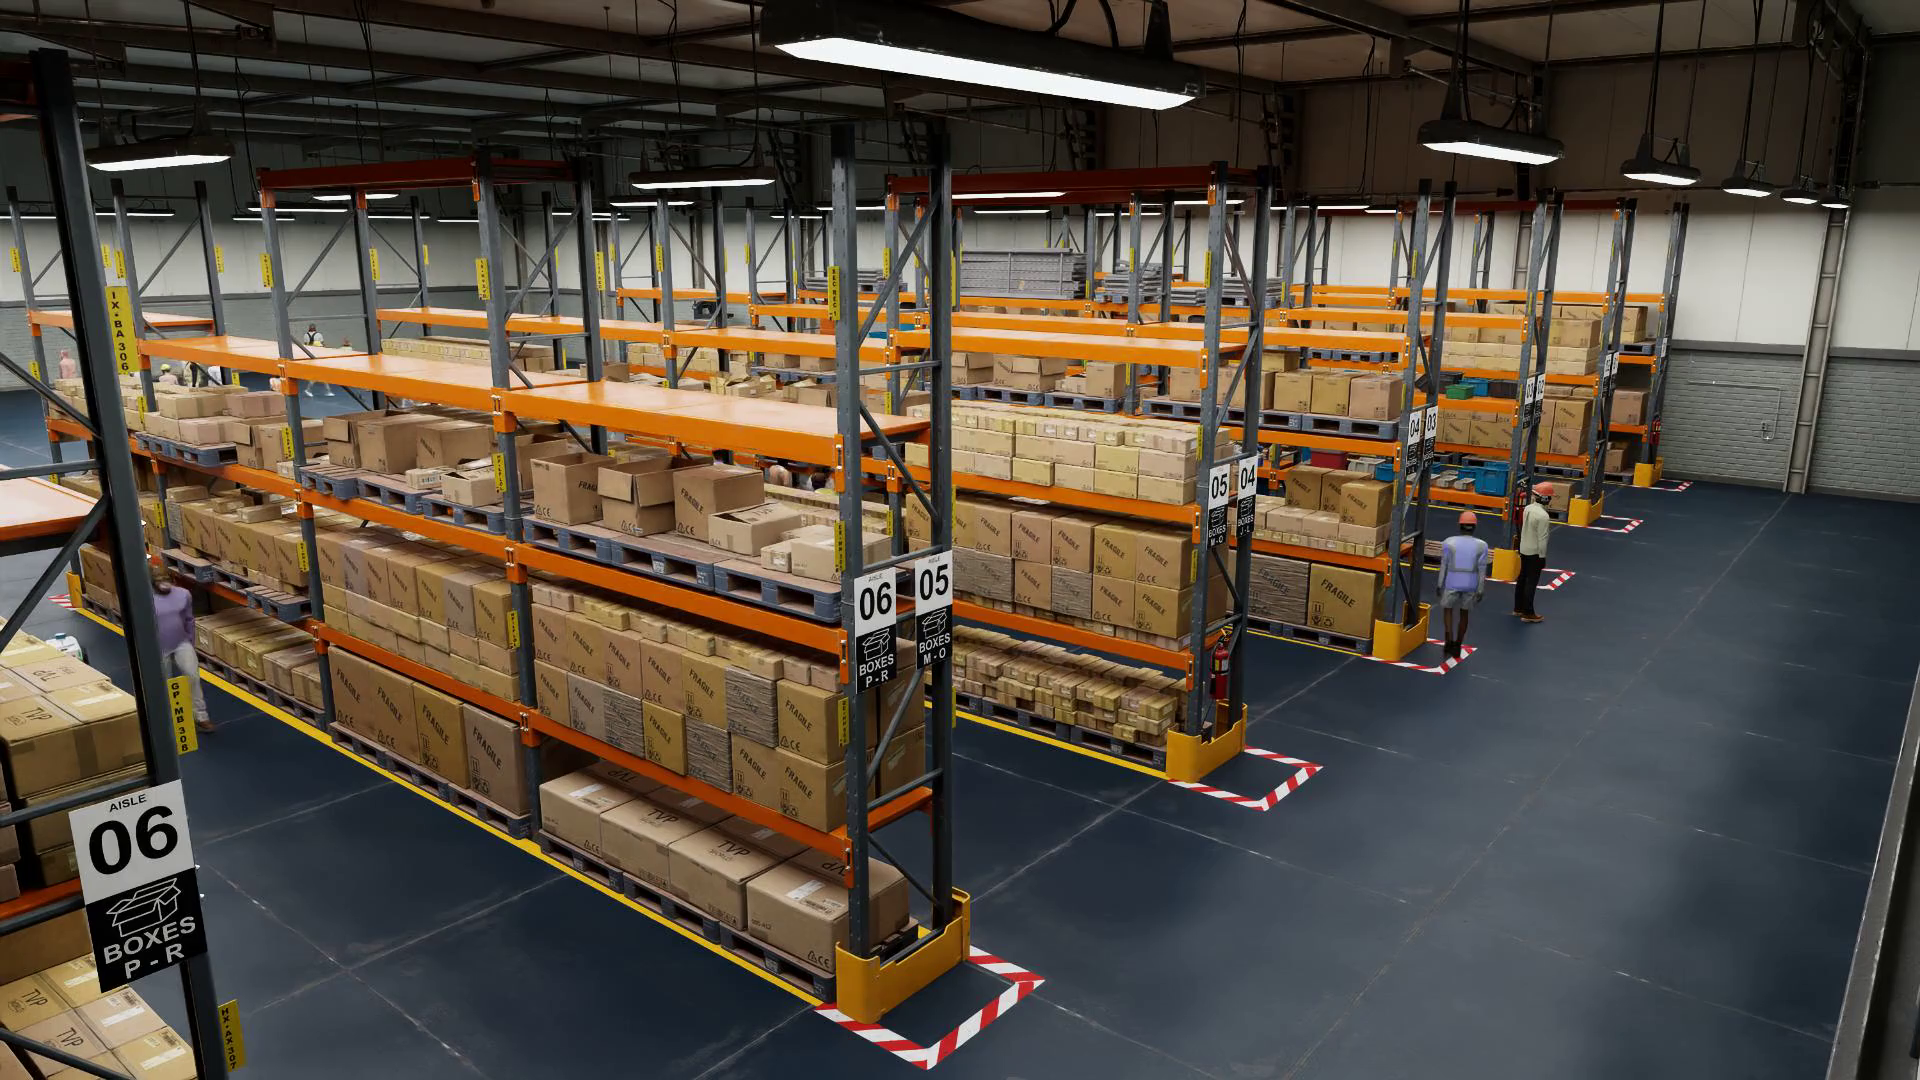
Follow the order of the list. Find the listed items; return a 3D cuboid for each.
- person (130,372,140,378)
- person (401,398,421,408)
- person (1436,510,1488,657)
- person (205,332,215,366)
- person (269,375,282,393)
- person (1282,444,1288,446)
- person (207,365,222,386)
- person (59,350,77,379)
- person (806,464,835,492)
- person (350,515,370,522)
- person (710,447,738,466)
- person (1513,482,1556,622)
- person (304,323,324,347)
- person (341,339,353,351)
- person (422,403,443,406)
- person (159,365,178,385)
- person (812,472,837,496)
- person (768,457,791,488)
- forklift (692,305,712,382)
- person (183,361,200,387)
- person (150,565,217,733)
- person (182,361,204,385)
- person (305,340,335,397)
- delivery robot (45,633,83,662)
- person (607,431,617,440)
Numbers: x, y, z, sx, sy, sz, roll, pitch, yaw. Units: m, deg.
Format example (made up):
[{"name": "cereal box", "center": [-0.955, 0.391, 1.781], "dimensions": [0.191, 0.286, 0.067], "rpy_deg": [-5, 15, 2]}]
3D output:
[{"name": "person", "center": [-27.216, -5.596, 41.729], "dimensions": [0.354, 1.881, 0.576], "rpy_deg": [7, 15, 27]}, {"name": "person", "center": [-16.065, -4.332, 36.581], "dimensions": [0.980, 1.853, 0.653], "rpy_deg": [-7, 15, -26]}, {"name": "person", "center": [6.466, 0.580, 16.252], "dimensions": [0.582, 1.909, 0.567], "rpy_deg": [5, 14, 18]}, {"name": "person", "center": [-28.868, -7.297, 48.690], "dimensions": [0.401, 1.904, 0.646], "rpy_deg": [5, 14, 18]}, {"name": "person", "center": [-19.453, -4.127, 36.102], "dimensions": [0.537, 1.686, 0.574], "rpy_deg": [0, 14, -1]}, {"name": "person", "center": [7.523, -2.586, 29.516], "dimensions": [0.591, 1.820, 0.429], "rpy_deg": [-2, 14, -9]}, {"name": "person", "center": [-21.957, -4.543, 37.352], "dimensions": [0.807, 1.914, 0.552], "rpy_deg": [2, 14, 8]}, {"name": "person", "center": [-27.559, -4.926, 38.922], "dimensions": [0.402, 1.906, 0.652], "rpy_deg": [-1, 14, -5]}, {"name": "person", "center": [-2.318, -0.429, 20.611], "dimensions": [0.751, 1.819, 0.622], "rpy_deg": [11, 17, 37]}, {"name": "person", "center": [-11.382, -1.242, 23.681], "dimensions": [0.404, 1.945, 0.615], "rpy_deg": [-8, 16, -31]}, {"name": "person", "center": [-3.985, -0.694, 21.321], "dimensions": [0.615, 2.013, 0.899], "rpy_deg": [-11, 17, -37]}, {"name": "person", "center": [8.151, 0.157, 17.849], "dimensions": [0.406, 1.986, 0.617], "rpy_deg": [0, 14, 0]}, {"name": "person", "center": [-24.846, -7.317, 48.565], "dimensions": [0.684, 2.000, 0.535], "rpy_deg": [-1, 14, -4]}, {"name": "person", "center": [-22.447, -6.531, 46.109], "dimensions": [0.499, 1.621, 0.535], "rpy_deg": [2, 14, 8]}, {"name": "person", "center": [-12.796, -2.776, 30.627], "dimensions": [0.514, 1.643, 0.307], "rpy_deg": [-2, 14, -8]}, {"name": "person", "center": [-22.689, -4.160, 36.148], "dimensions": [0.699, 1.720, 0.542], "rpy_deg": [7, 15, 25]}, {"name": "person", "center": [-2.163, -0.140, 19.408], "dimensions": [0.447, 1.822, 0.641], "rpy_deg": [9, 16, 32]}, {"name": "person", "center": [-2.992, -0.625, 21.181], "dimensions": [0.375, 1.929, 0.585], "rpy_deg": [-10, 17, -35]}, {"name": "forklift", "center": [-9.511, -7.392, 47.124], "dimensions": [1.873, 2.768, 1.129], "rpy_deg": [11, 17, 38]}, {"name": "person", "center": [-23.721, -4.890, 38.910], "dimensions": [0.429, 1.843, 0.627], "rpy_deg": [-12, 18, -40]}, {"name": "person", "center": [-8.544, 1.213, 13.669], "dimensions": [0.865, 1.908, 0.644], "rpy_deg": [10, 17, 35]}, {"name": "person", "center": [-24.183, -5.069, 39.641], "dimensions": [0.636, 1.844, 0.563], "rpy_deg": [7, 15, 27]}, {"name": "person", "center": [-21.730, -5.791, 42.528], "dimensions": [0.937, 1.891, 0.585], "rpy_deg": [1, 14, 4]}, {"name": "delivery robot", "center": [-11.130, 1.396, 15.624], "dimensions": [0.477, 0.478, 0.707], "rpy_deg": [-11, 18, -38]}, {"name": "person", "center": [-8.696, -3.060, 31.381], "dimensions": [0.820, 1.838, 0.493], "rpy_deg": [-6, 15, -23]}]
